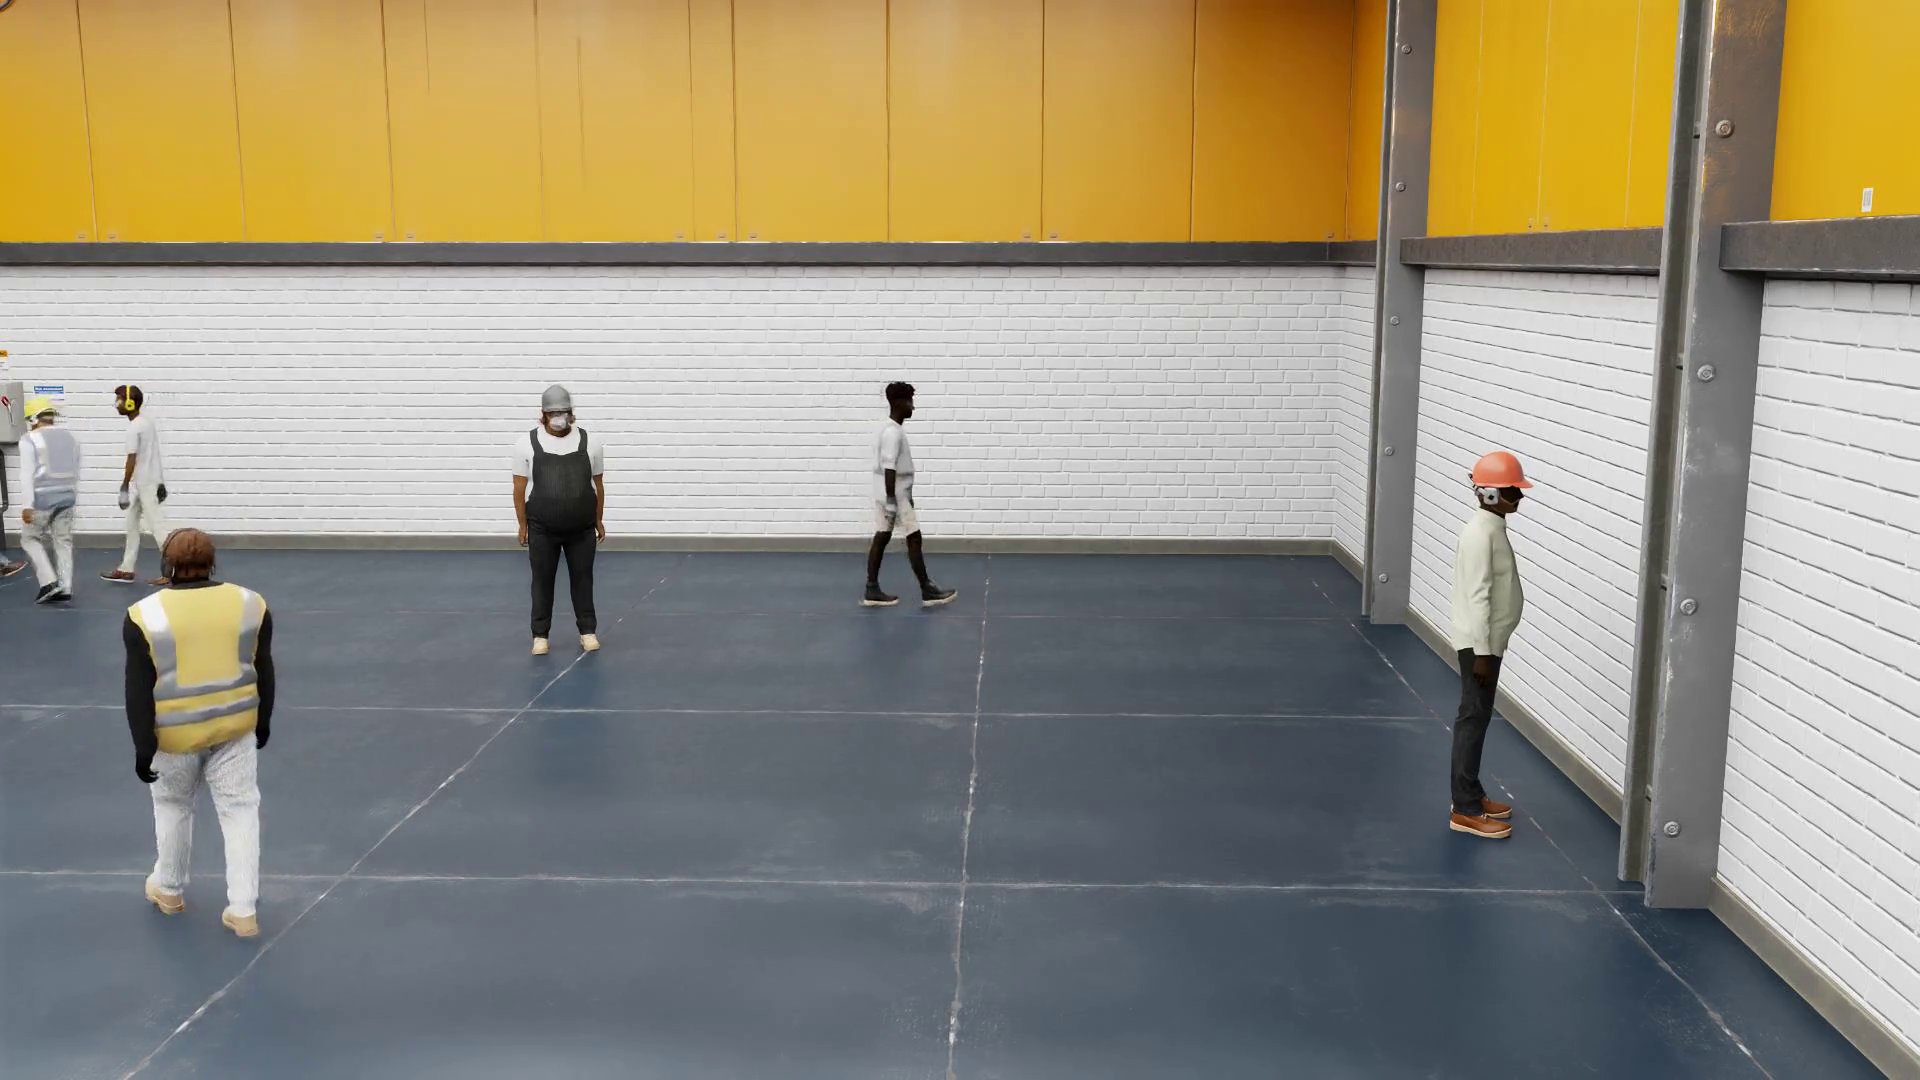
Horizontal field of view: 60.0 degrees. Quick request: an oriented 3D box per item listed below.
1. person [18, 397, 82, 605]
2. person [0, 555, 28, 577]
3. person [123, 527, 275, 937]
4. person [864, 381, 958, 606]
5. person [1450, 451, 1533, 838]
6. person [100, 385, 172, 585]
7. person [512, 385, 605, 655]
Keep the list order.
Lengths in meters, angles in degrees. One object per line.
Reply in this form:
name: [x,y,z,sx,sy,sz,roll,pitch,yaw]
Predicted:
person: [-7.842,-0.327,14.301,0.483,1.789,0.638,4,11,23]
person: [-9.120,-0.408,15.329,0.869,1.580,0.509,-3,10,-17]
person: [-3.420,0.831,7.454,0.645,1.806,0.848,-8,12,-39]
person: [-0.425,-0.386,14.200,0.899,1.930,0.632,-1,10,-8]
person: [2.745,0.529,8.675,0.376,1.995,0.608,4,10,20]
person: [-7.516,-0.481,15.082,0.871,1.831,0.532,-2,10,-12]
person: [-2.999,-0.154,12.542,0.688,2.000,0.539,-4,10,-21]
